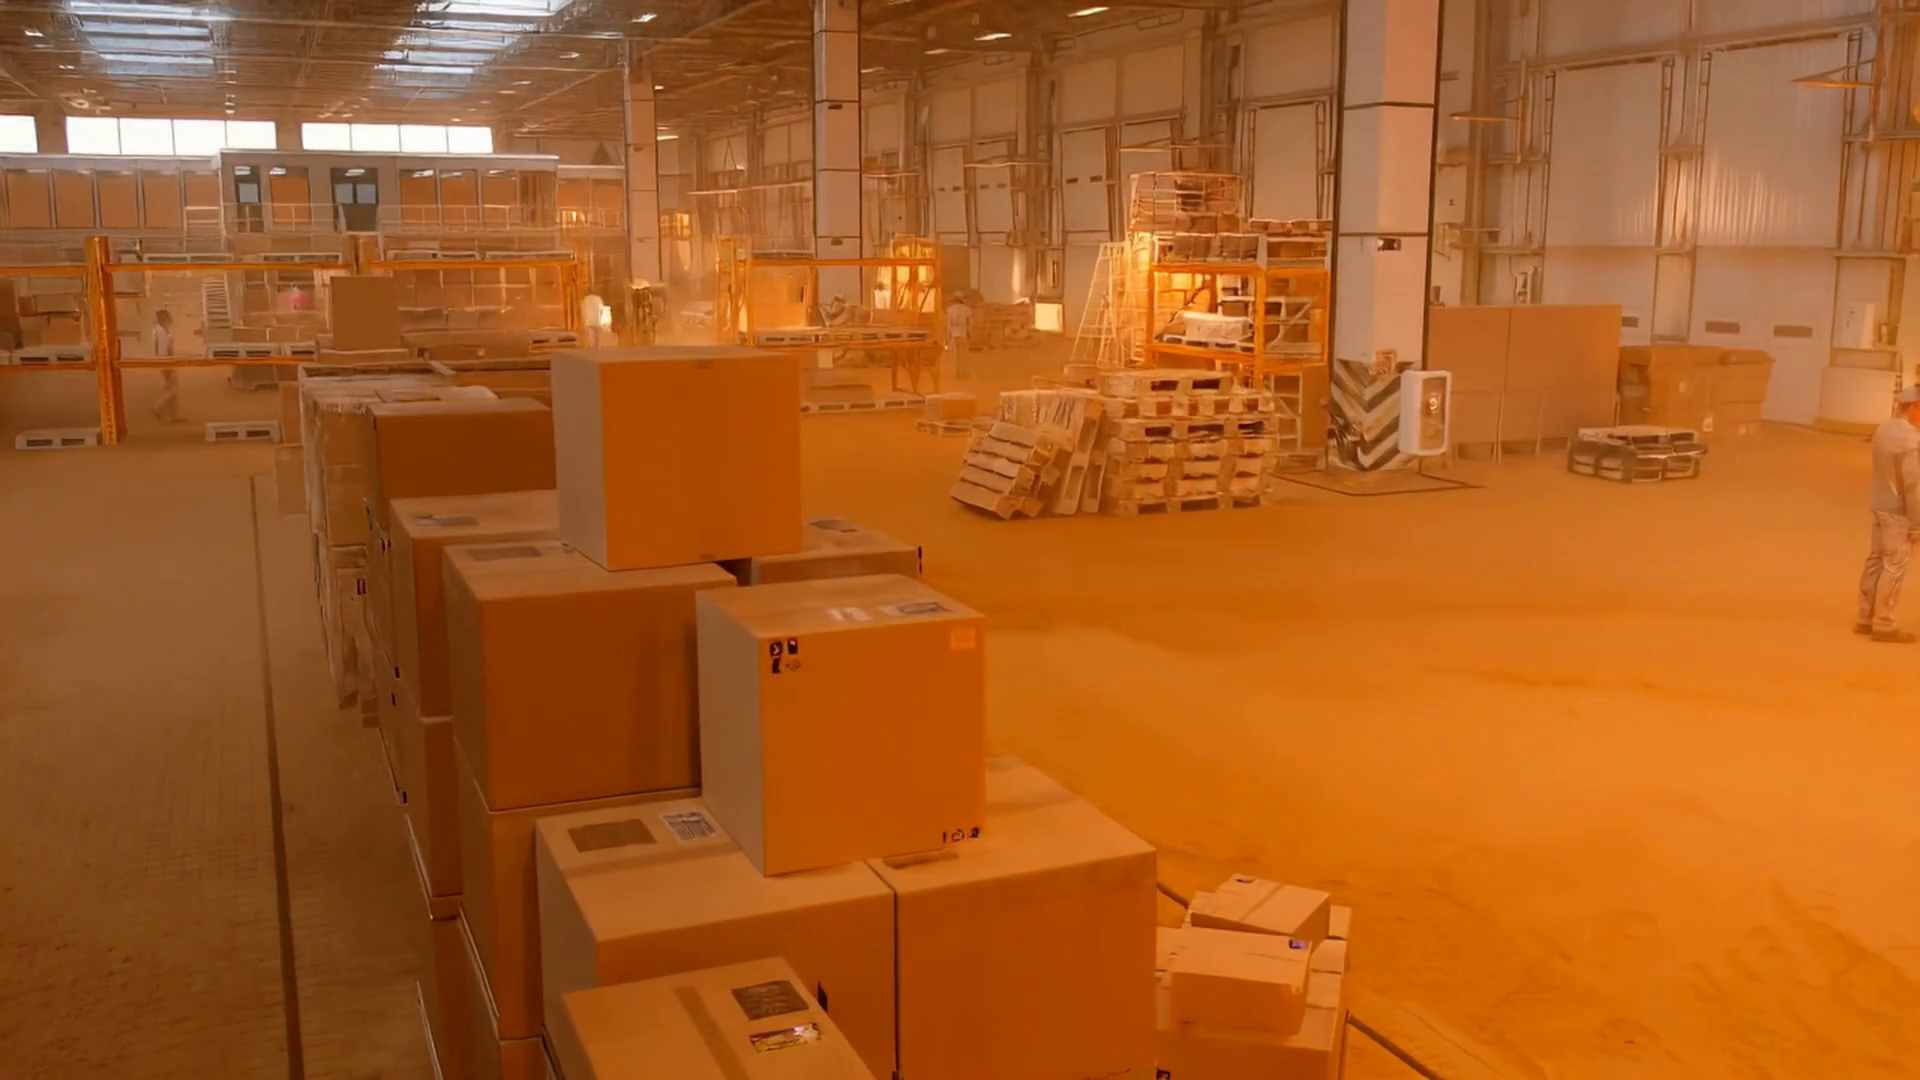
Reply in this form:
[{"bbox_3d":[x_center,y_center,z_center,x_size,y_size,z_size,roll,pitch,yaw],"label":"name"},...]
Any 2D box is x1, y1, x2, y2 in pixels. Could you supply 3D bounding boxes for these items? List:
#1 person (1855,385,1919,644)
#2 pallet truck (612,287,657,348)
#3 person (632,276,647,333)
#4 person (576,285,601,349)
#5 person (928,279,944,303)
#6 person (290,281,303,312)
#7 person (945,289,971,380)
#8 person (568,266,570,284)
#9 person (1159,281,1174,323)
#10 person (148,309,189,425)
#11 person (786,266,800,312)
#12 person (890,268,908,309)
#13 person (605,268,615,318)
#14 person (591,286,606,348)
[{"bbox_3d":[6.958,-0.190,12.367,0.371,1.930,0.636,1,10,3],"label":"person"},{"bbox_3d":[-6.464,-4.406,35.401,0.823,1.965,1.885,6,12,32],"label":"pallet truck"},{"bbox_3d":[-9.995,-7.314,51.902,0.431,1.835,0.624,3,11,17],"label":"person"},{"bbox_3d":[-8.822,-5.129,39.669,0.990,1.903,0.642,10,14,43],"label":"person"},{"bbox_3d":[-0.562,-6.785,49.036,0.901,1.802,0.654,6,12,28],"label":"person"},{"bbox_3d":[-19.439,-6.710,48.799,0.487,1.744,0.313,6,12,32],"label":"person"},{"bbox_3d":[-0.031,-4.375,35.428,0.595,1.925,0.373,6,12,29],"label":"person"},{"bbox_3d":[-16.825,-10.958,71.867,0.382,1.885,0.588,-7,13,-36],"label":"person"},{"bbox_3d":[5.262,-5.610,42.234,0.377,1.925,0.594,4,11,22],"label":"person"},{"bbox_3d":[-12.779,-2.772,26.743,0.470,1.870,0.607,-10,14,-43],"label":"person"},{"bbox_3d":[-6.887,-10.329,68.240,0.613,1.926,0.624,-5,11,-24],"label":"person"},{"bbox_3d":[-2.091,-8.439,57.676,0.646,1.975,0.672,-2,11,-12],"label":"person"},{"bbox_3d":[-13.276,-9.391,63.068,0.368,1.929,0.542,-2,10,-9],"label":"person"},{"bbox_3d":[-9.049,-5.323,40.958,0.513,1.831,0.973,4,11,23],"label":"person"}]
